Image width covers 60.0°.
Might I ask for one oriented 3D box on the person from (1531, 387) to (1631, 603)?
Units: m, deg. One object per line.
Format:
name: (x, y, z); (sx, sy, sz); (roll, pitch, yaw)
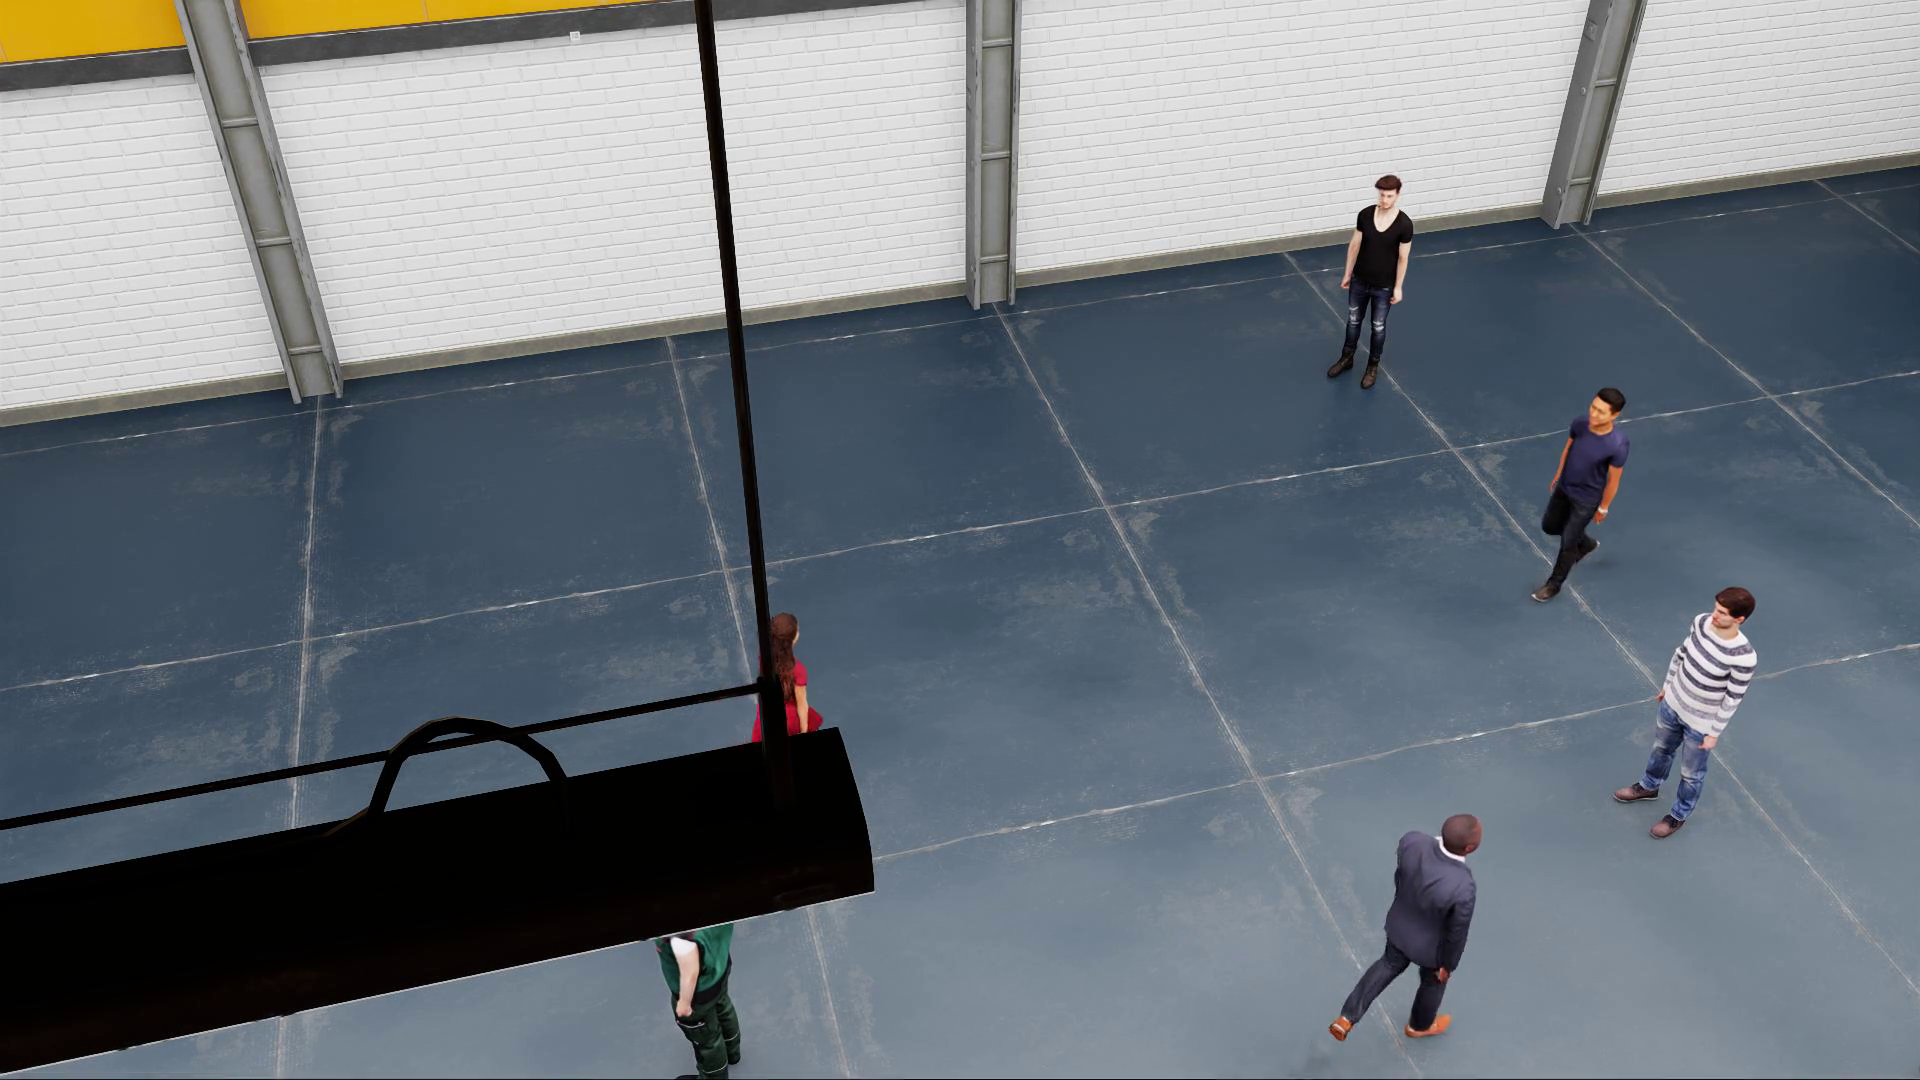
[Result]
person: (4.431, -0.359, 11.712); (0.931, 1.779, 0.760); (-18, 42, -21)

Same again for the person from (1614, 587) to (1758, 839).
person: (4.407, 1.002, 9.948); (0.557, 1.855, 0.667); (-13, 41, -16)

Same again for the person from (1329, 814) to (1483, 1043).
person: (2.352, 2.073, 8.650); (1.077, 1.802, 0.863); (-20, 43, -23)

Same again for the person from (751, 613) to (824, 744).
person: (-1.113, 1.115, 10.081); (1.017, 1.512, 1.042); (18, 42, 21)

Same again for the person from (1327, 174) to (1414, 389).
person: (3.464, -2.180, 13.900); (0.761, 1.896, 0.804); (22, 44, 26)

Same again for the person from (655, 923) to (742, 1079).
person: (-1.334, 2.186, 8.475); (0.748, 1.842, 0.738); (9, 40, 11)
